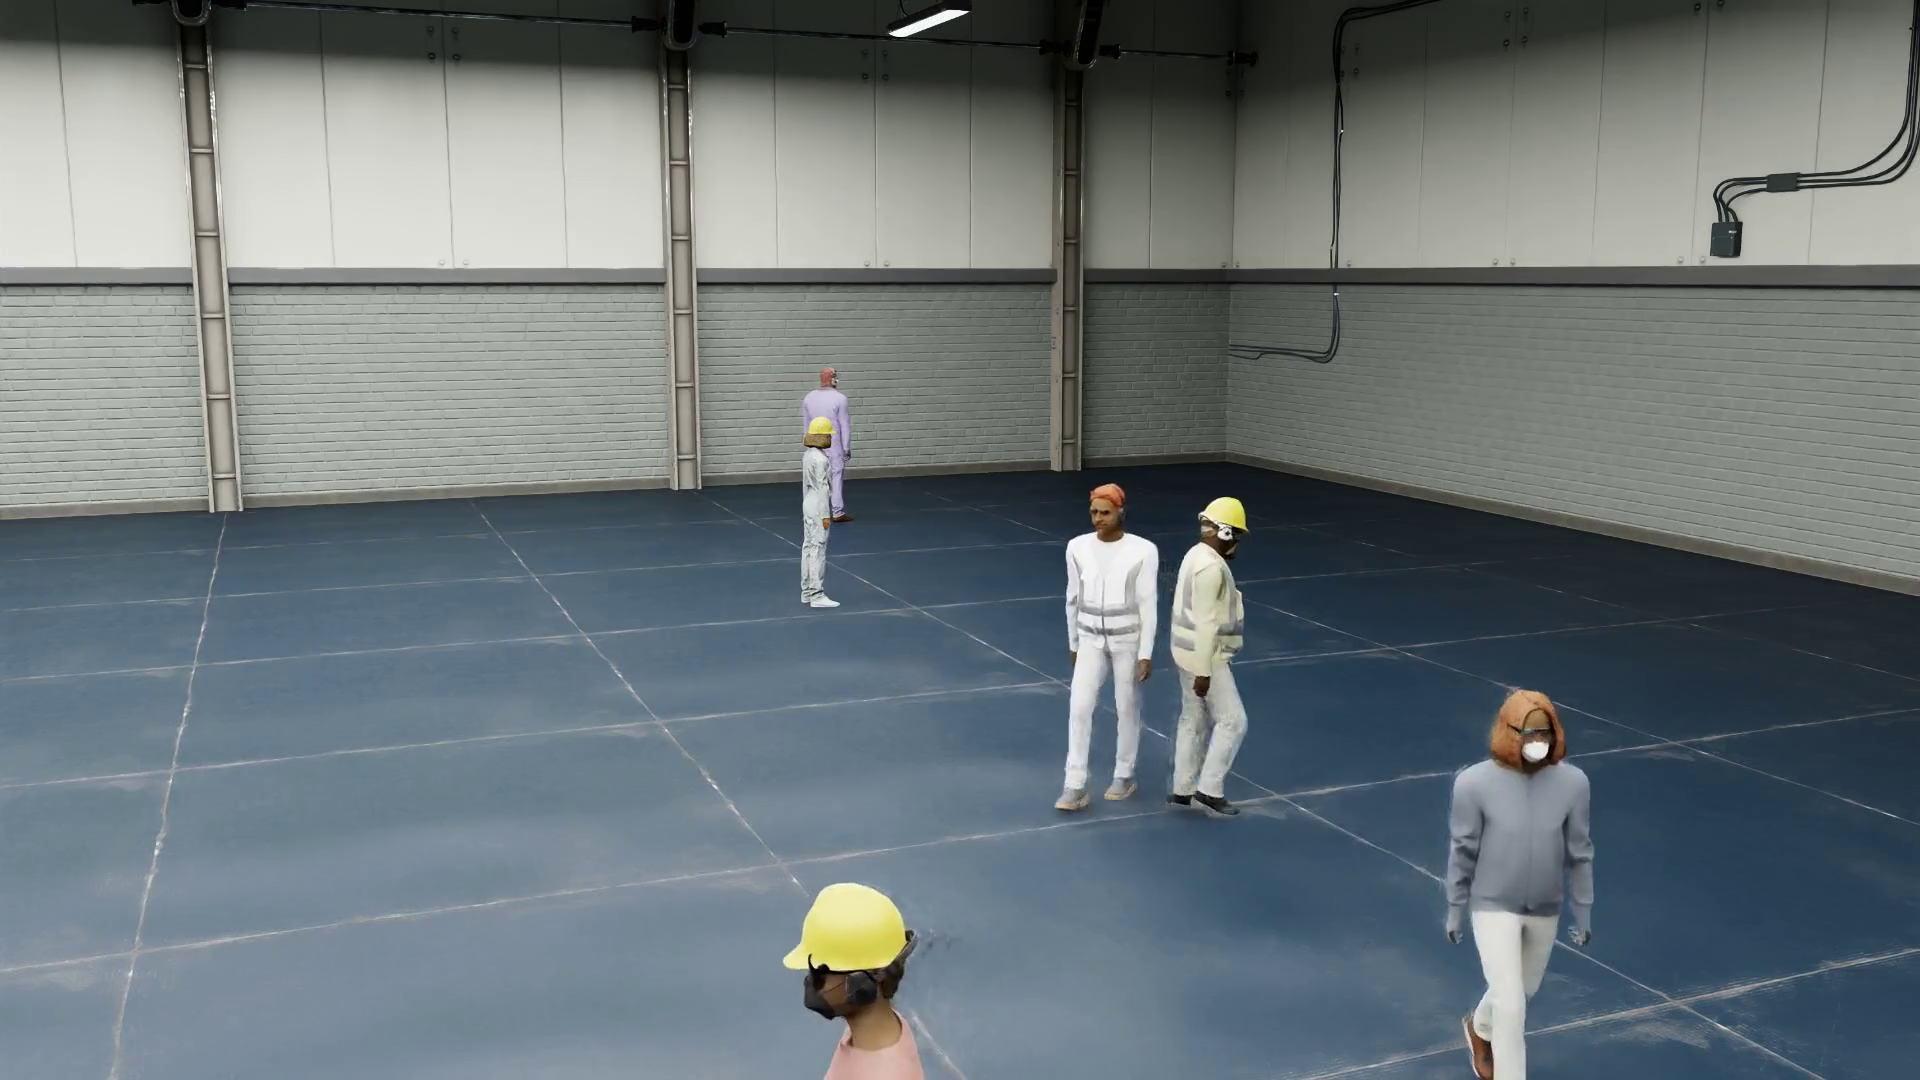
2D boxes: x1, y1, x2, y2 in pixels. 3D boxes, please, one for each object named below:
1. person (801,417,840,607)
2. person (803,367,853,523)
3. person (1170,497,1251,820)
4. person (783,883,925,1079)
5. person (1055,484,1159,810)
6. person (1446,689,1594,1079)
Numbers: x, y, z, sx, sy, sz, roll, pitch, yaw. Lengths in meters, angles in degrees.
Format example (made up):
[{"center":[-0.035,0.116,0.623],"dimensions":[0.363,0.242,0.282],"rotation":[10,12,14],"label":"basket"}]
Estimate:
[{"center":[-1.288,-0.260,15.283],"dimensions":[0.324,1.742,0.492],"rotation":[-4,10,-22],"label":"person"},{"center":[-1.605,-1.168,20.480],"dimensions":[0.652,1.904,0.403],"rotation":[5,10,28],"label":"person"},{"center":[1.428,0.660,9.337],"dimensions":[0.514,1.793,0.608],"rotation":[0,9,-1],"label":"person"},{"center":[-0.149,1.591,3.624],"dimensions":[0.491,1.748,0.538],"rotation":[-1,9,-7],"label":"person"},{"center":[0.815,0.624,9.397],"dimensions":[0.581,1.856,0.837],"rotation":[4,10,22],"label":"person"},{"center":[1.978,1.295,5.959],"dimensions":[0.507,1.605,0.795],"rotation":[-1,9,-7],"label":"person"}]
